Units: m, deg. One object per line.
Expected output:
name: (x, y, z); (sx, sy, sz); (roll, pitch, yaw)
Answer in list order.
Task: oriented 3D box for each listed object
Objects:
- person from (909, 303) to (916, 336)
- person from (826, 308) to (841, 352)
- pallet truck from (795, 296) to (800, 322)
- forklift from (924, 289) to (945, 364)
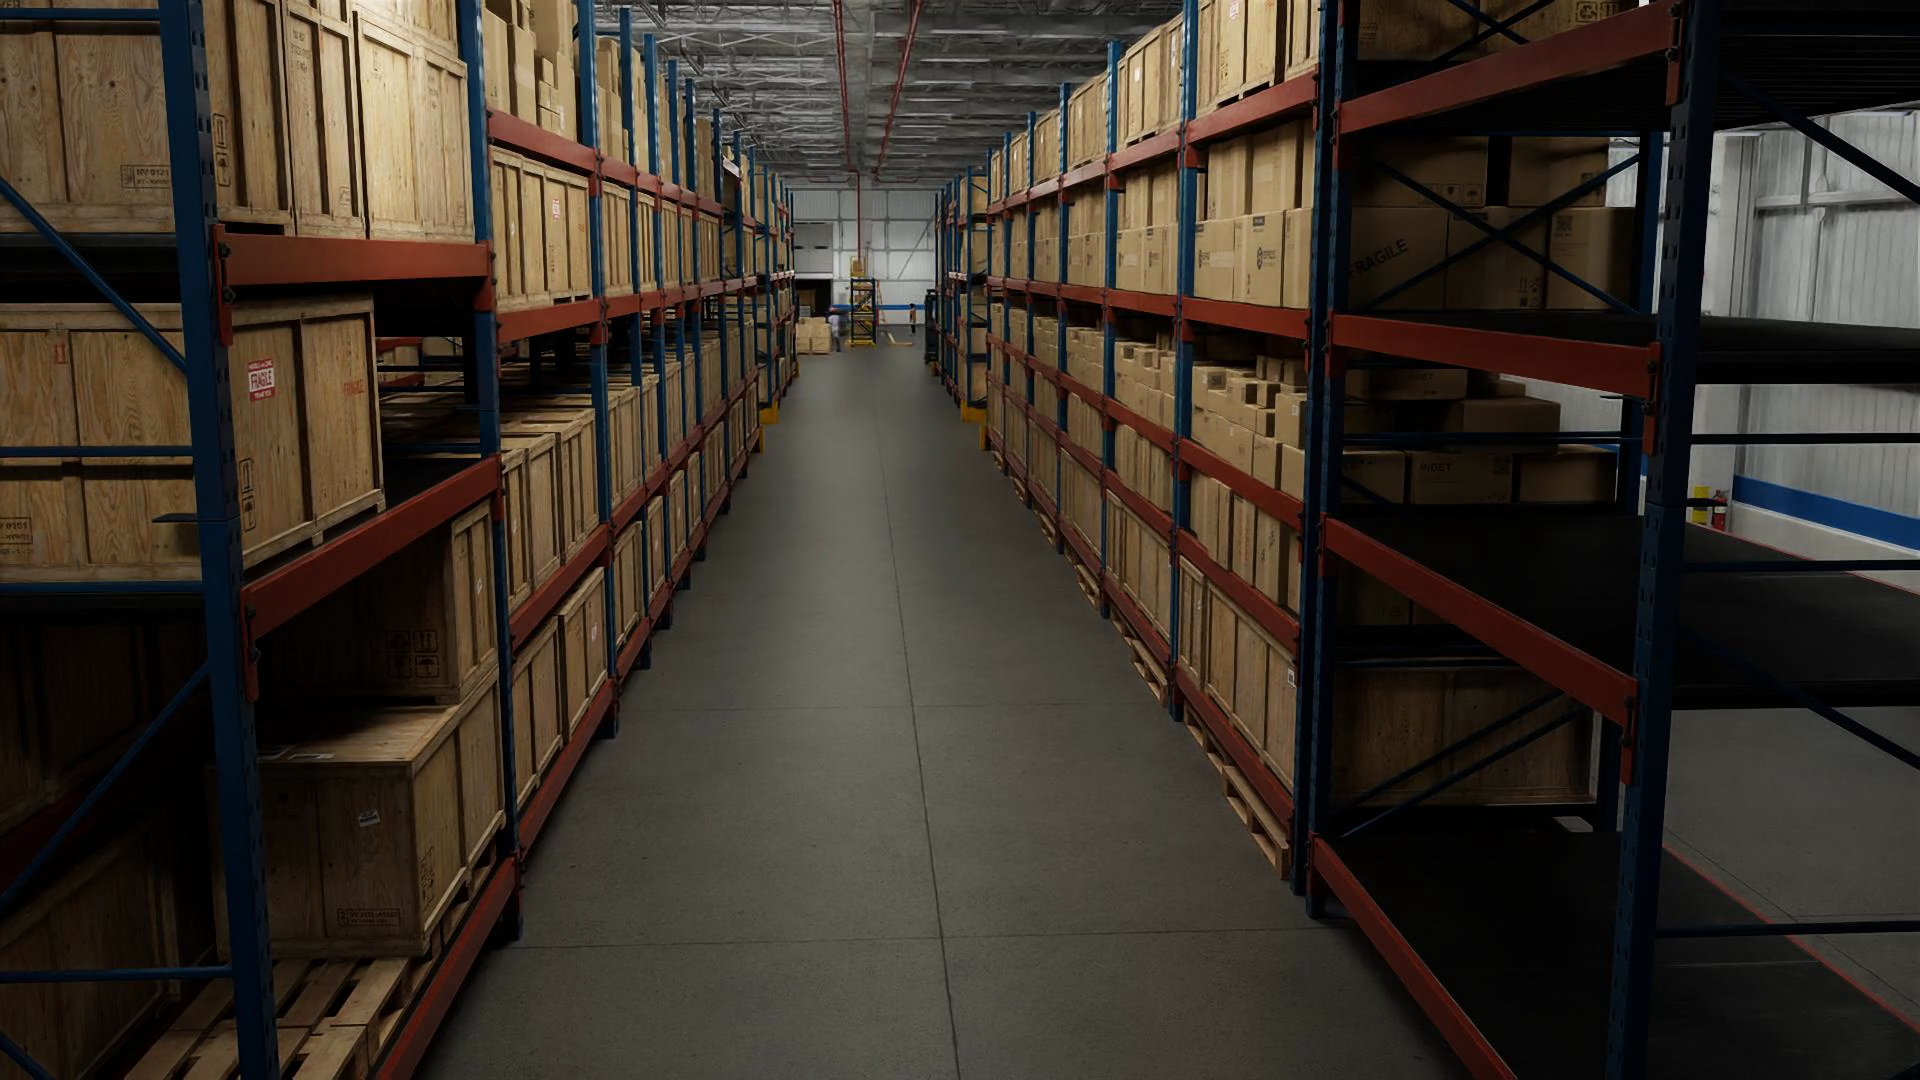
person: (-2.461, -11.504, 86.750); (0.319, 1.687, 0.538); (3, 10, 19)
person: (-5.383, -8.932, 70.819); (0.559, 1.891, 1.006); (-6, 11, -31)
pallet truck: (-8.622, -12.439, 91.403); (1.885, 1.965, 0.823); (2, 10, 13)
forklift: (-0.785, -8.057, 62.595); (1.129, 2.768, 1.873); (-1, 10, -3)
